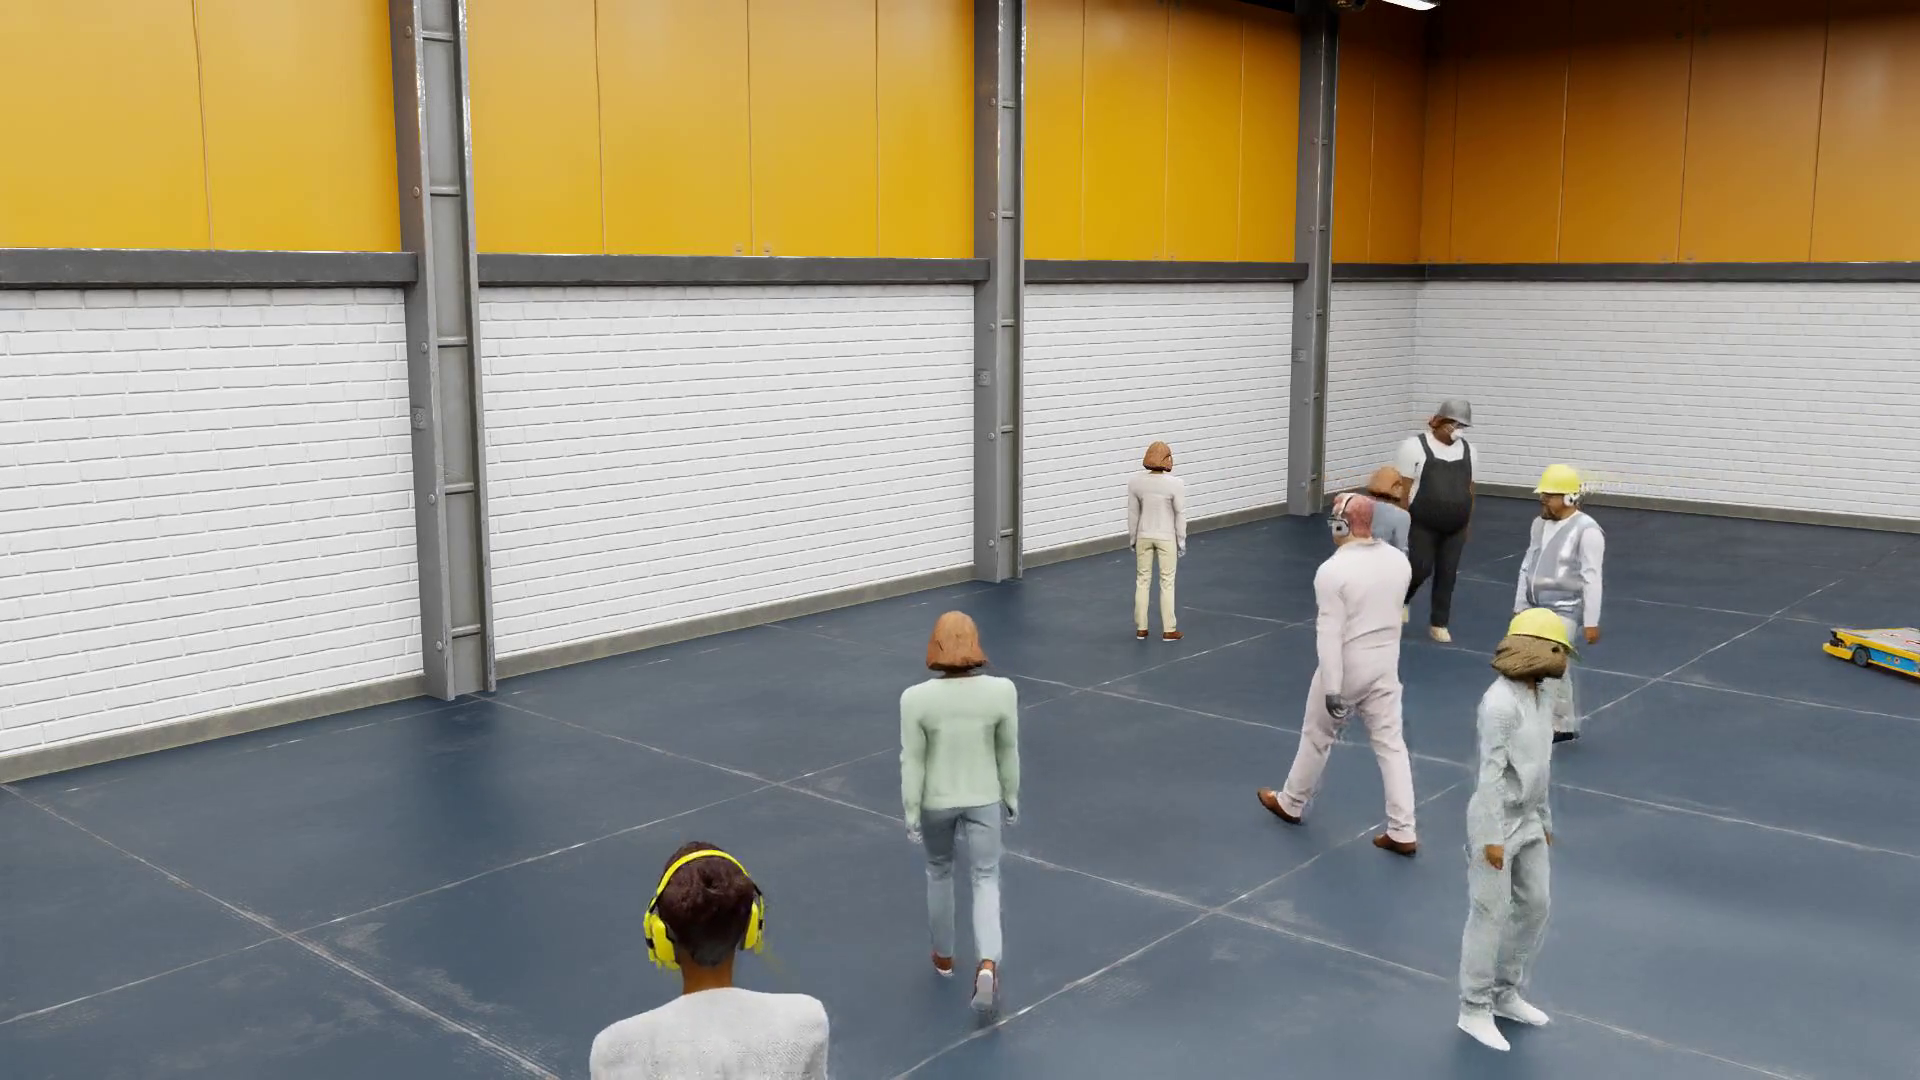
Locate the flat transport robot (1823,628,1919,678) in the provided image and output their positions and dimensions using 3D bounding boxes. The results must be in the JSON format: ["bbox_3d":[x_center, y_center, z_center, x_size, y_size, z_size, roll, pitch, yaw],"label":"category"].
[{"bbox_3d":[7.223,0.877,12.392,0.652,0.197,1.431,-2,9,-12],"label":"flat transport robot"}]

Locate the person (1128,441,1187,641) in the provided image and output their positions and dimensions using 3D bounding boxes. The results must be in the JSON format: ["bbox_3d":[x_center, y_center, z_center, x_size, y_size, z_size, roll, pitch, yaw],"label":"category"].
[{"bbox_3d":[1.609,0.010,13.567,0.498,1.634,0.280,5,10,27],"label":"person"}]

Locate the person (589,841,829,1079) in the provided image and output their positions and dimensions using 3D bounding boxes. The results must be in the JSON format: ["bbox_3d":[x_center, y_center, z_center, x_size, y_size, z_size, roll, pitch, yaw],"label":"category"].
[{"bbox_3d":[-0.482,1.524,3.435,0.520,1.834,0.951,-2,9,-15],"label":"person"}]

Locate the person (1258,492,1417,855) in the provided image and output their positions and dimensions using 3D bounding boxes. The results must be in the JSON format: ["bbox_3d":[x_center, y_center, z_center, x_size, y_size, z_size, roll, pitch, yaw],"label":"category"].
[{"bbox_3d":[2.051,0.673,8.732,0.644,1.853,1.011,-5,10,-27],"label":"person"}]

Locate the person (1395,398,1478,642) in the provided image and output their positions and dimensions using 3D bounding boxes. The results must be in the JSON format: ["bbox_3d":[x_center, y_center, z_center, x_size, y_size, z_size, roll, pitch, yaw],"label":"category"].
[{"bbox_3d":[3.890,-0.196,13.589,0.706,2.000,0.661,-1,9,-8],"label":"person"}]

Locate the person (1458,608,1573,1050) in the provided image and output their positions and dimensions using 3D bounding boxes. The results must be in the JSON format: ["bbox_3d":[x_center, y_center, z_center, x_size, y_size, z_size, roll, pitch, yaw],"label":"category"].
[{"bbox_3d":[2.115,1.120,6.430,0.327,1.713,0.515,9,13,44],"label":"person"}]

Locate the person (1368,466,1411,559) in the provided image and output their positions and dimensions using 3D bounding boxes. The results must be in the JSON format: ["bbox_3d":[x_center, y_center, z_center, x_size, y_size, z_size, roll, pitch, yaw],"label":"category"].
[{"bbox_3d":[2.957,0.272,11.988,0.647,1.604,0.509,-9,13,-44],"label":"person"}]

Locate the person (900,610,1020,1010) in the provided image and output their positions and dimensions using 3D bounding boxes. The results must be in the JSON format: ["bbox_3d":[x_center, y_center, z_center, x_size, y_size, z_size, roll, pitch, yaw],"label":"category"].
[{"bbox_3d":[0.005,1.094,6.839,0.503,1.613,0.737,-1,9,-5],"label":"person"}]

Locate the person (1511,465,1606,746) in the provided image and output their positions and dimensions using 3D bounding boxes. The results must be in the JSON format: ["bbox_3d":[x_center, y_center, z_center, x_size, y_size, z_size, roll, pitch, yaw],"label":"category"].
[{"bbox_3d":[3.631,0.436,10.351,0.702,1.807,0.611,-2,9,-15],"label":"person"}]
